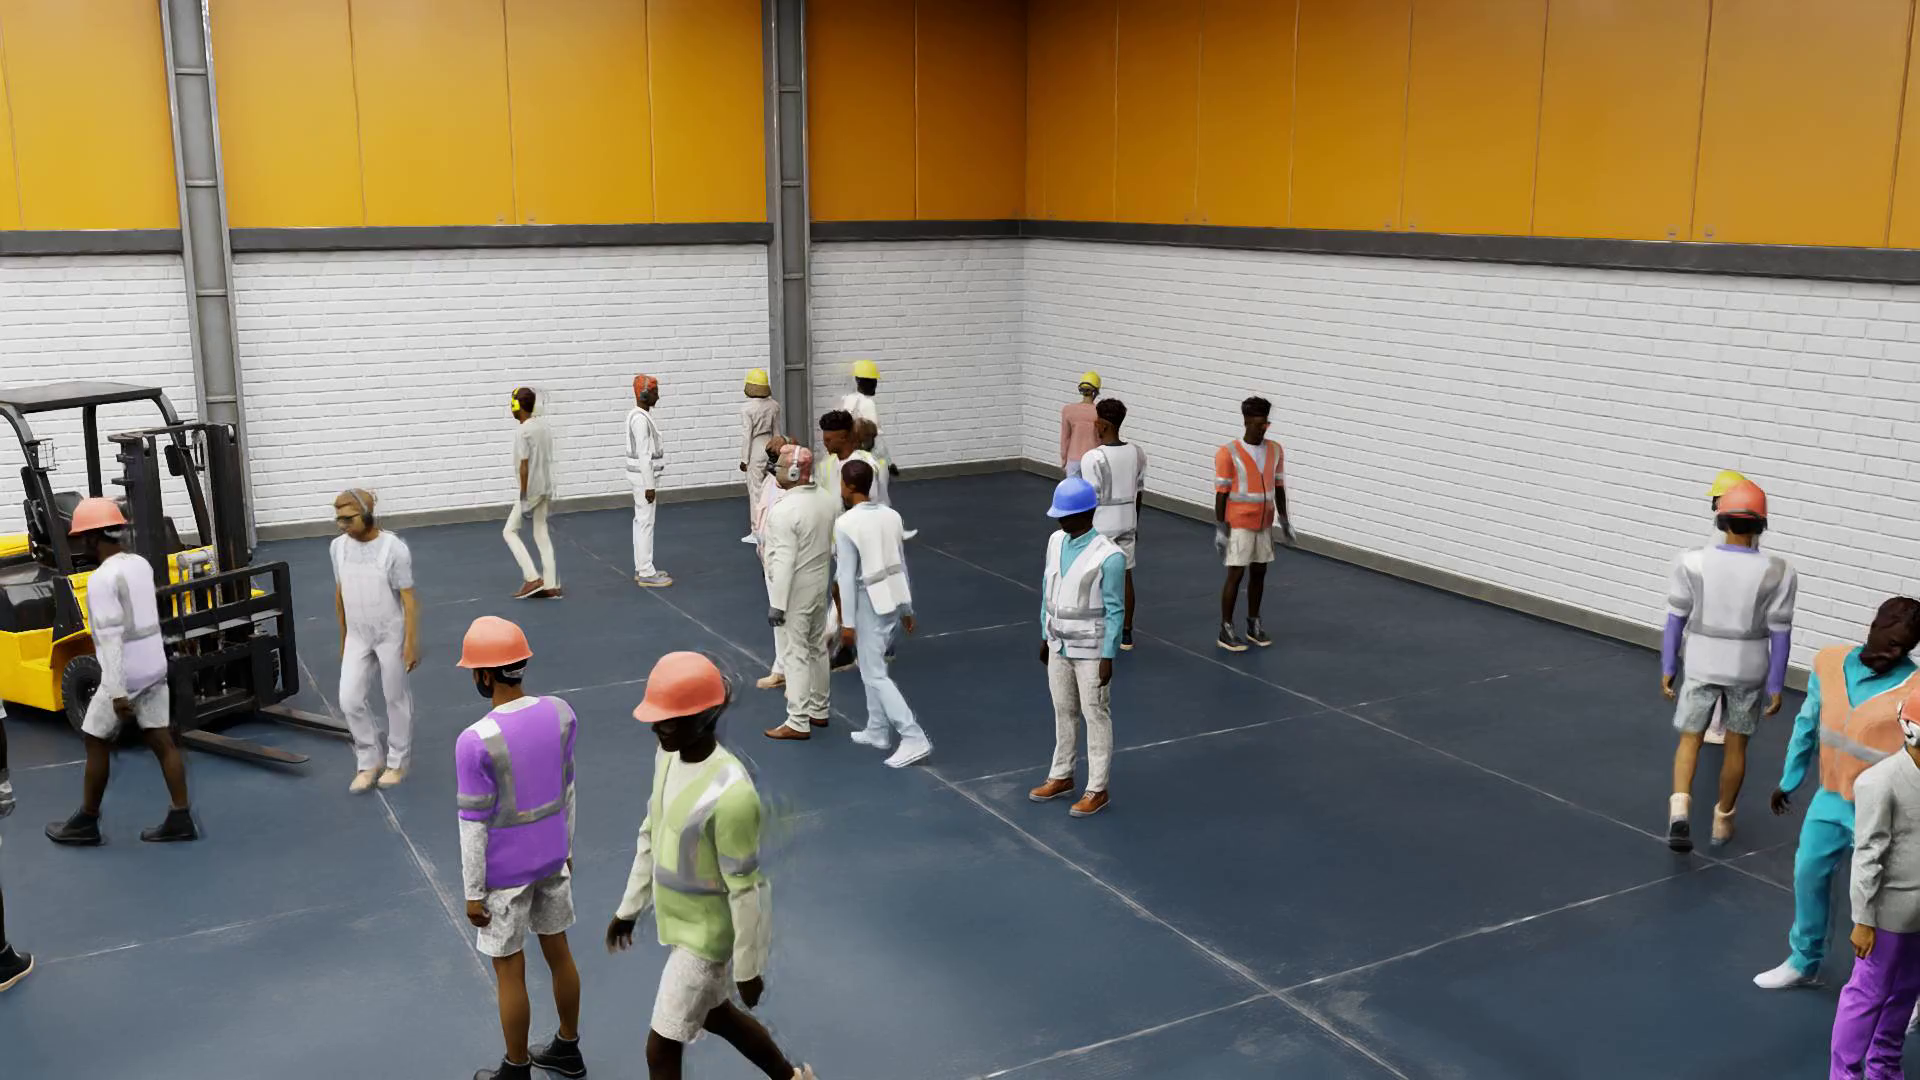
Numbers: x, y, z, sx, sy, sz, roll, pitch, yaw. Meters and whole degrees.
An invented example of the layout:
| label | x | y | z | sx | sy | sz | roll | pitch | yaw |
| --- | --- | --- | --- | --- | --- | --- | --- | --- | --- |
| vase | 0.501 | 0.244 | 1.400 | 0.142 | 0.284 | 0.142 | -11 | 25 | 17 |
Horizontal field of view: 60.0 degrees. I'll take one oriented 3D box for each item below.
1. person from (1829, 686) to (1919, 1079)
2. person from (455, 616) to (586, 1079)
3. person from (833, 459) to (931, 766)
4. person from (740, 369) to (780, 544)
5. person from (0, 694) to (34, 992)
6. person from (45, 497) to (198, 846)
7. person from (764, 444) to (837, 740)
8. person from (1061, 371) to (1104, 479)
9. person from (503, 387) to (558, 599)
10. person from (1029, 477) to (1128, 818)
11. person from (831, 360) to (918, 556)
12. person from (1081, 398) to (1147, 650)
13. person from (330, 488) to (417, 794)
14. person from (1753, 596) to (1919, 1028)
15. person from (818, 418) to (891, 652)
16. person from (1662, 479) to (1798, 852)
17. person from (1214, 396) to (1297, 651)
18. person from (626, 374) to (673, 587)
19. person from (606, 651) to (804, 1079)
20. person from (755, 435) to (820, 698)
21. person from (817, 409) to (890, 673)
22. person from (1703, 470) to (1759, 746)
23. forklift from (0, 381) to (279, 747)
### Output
| label | x | y | z | sx | sy | sz | roll | pitch | yaw |
| --- | --- | --- | --- | --- | --- | --- | --- | --- | --- |
| person | 3.563 | 1.367 | 6.237 | 0.572 | 1.747 | 0.343 | -6 | 14 | -28 |
| person | -1.725 | 1.235 | 6.445 | 0.389 | 1.929 | 0.545 | 8 | 15 | 34 |
| person | -0.444 | 0.441 | 10.326 | 0.723 | 1.873 | 0.611 | 7 | 14 | 31 |
| person | -2.000 | -0.838 | 16.584 | 0.284 | 1.746 | 0.492 | 10 | 16 | 40 |
| person | -4.450 | 1.046 | 7.241 | 0.608 | 1.963 | 0.372 | -3 | 12 | -13 |
| person | -4.583 | 0.716 | 8.955 | 0.897 | 1.891 | 0.569 | 1 | 12 | 4 |
| person | -1.054 | 0.330 | 10.717 | 0.410 | 1.913 | 0.651 | 5 | 13 | 23 |
| person | 1.242 | -0.768 | 16.247 | 0.532 | 1.756 | 0.339 | 4 | 13 | 18 |
| person | -3.695 | -0.392 | 14.287 | 0.514 | 1.838 | 0.524 | 3 | 12 | 13 |
| person | 0.665 | 0.596 | 9.411 | 0.401 | 1.938 | 0.602 | -10 | 15 | -38 |
| person | -0.864 | -0.789 | 16.051 | 1.004 | 1.872 | 0.607 | -4 | 13 | -17 |
| person | 1.134 | -0.102 | 12.611 | 0.607 | 1.967 | 0.367 | -9 | 15 | -37 |
| person | -3.417 | 0.600 | 9.675 | 0.529 | 1.814 | 0.573 | 2 | 12 | 8 |
| person | 3.863 | 1.123 | 7.118 | 0.429 | 1.878 | 0.666 | -5 | 13 | -22 |
| person | -0.842 | -0.020 | 12.649 | 0.634 | 1.803 | 0.925 | 8 | 15 | 34 |
| person | 4.026 | 0.689 | 8.779 | 0.616 | 2.025 | 0.755 | 7 | 14 | 29 |
| person | 2.252 | -0.143 | 12.819 | 0.651 | 1.962 | 0.387 | -7 | 14 | -29 |
| person | -2.789 | -0.531 | 14.815 | 0.356 | 1.886 | 0.574 | -3 | 12 | -15 |
| person | -0.896 | 1.334 | 5.823 | 0.996 | 2.000 | 0.621 | -7 | 14 | -29 |
| person | -1.196 | 0.183 | 11.573 | 0.429 | 1.843 | 0.627 | -10 | 15 | -38 |
| person | -0.849 | 0.003 | 12.224 | 0.766 | 1.921 | 0.602 | -4 | 13 | -17 |
| person | 4.880 | 0.430 | 10.616 | 0.526 | 1.760 | 0.361 | -10 | 16 | -40 |
| forklift | -5.853 | 0.085 | 11.199 | 2.313 | 2.155 | 1.214 | 7 | 14 | 28 |
